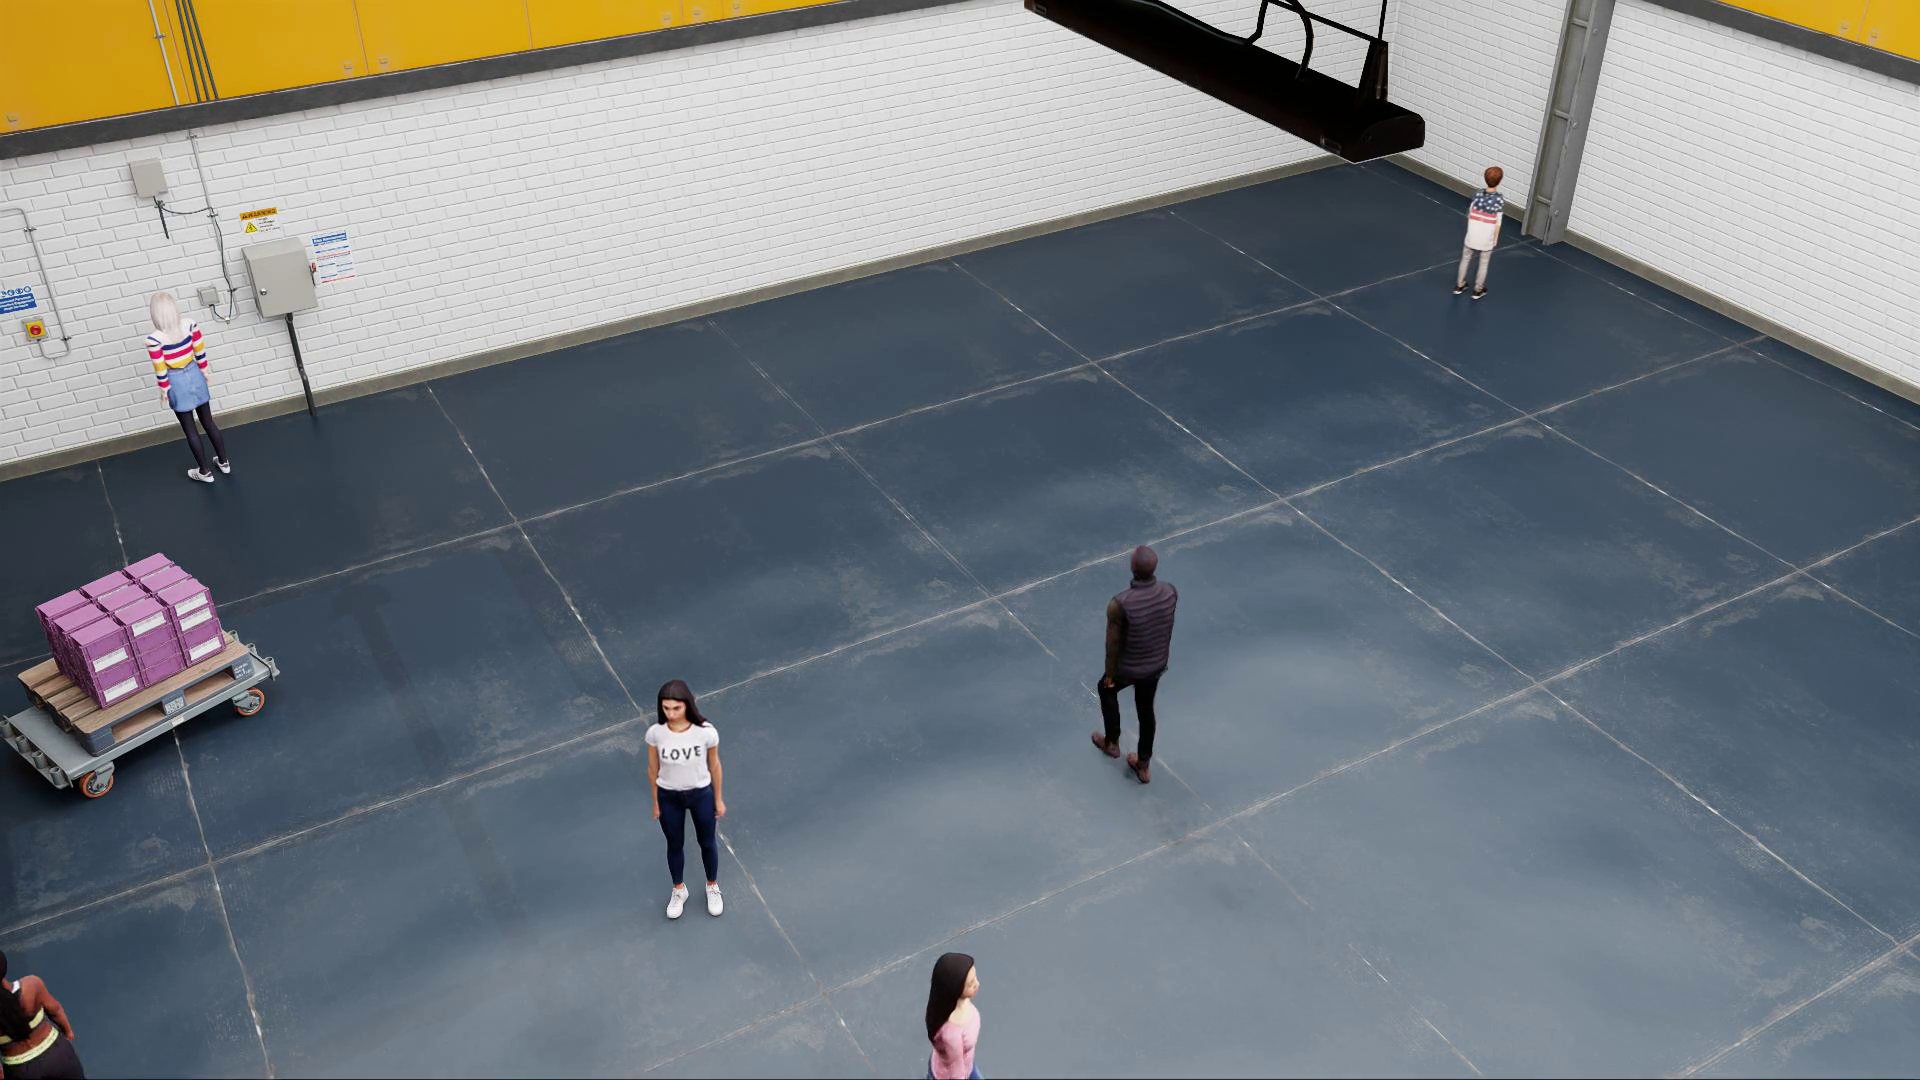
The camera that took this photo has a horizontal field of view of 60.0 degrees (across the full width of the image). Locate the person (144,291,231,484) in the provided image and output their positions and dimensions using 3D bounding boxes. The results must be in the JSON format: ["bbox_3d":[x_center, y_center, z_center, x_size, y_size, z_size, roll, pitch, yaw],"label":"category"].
[{"bbox_3d":[-6.739,-1.346,14.488,0.692,1.809,0.725,20,39,27],"label":"person"}]

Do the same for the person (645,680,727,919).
[{"bbox_3d":[-1.662,1.573,10.128,0.664,1.774,0.654,-3,34,-4],"label":"person"}]

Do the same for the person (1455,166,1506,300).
[{"bbox_3d":[5.568,-3.292,17.752,0.532,1.437,0.636,21,39,29],"label":"person"}]

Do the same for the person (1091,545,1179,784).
[{"bbox_3d":[1.227,0.880,11.130,0.756,1.818,0.817,-14,36,-20],"label":"person"}]

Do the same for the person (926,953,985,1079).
[{"bbox_3d":[-0.122,2.739,8.440,1.118,1.702,1.144,4,34,7],"label":"person"}]
